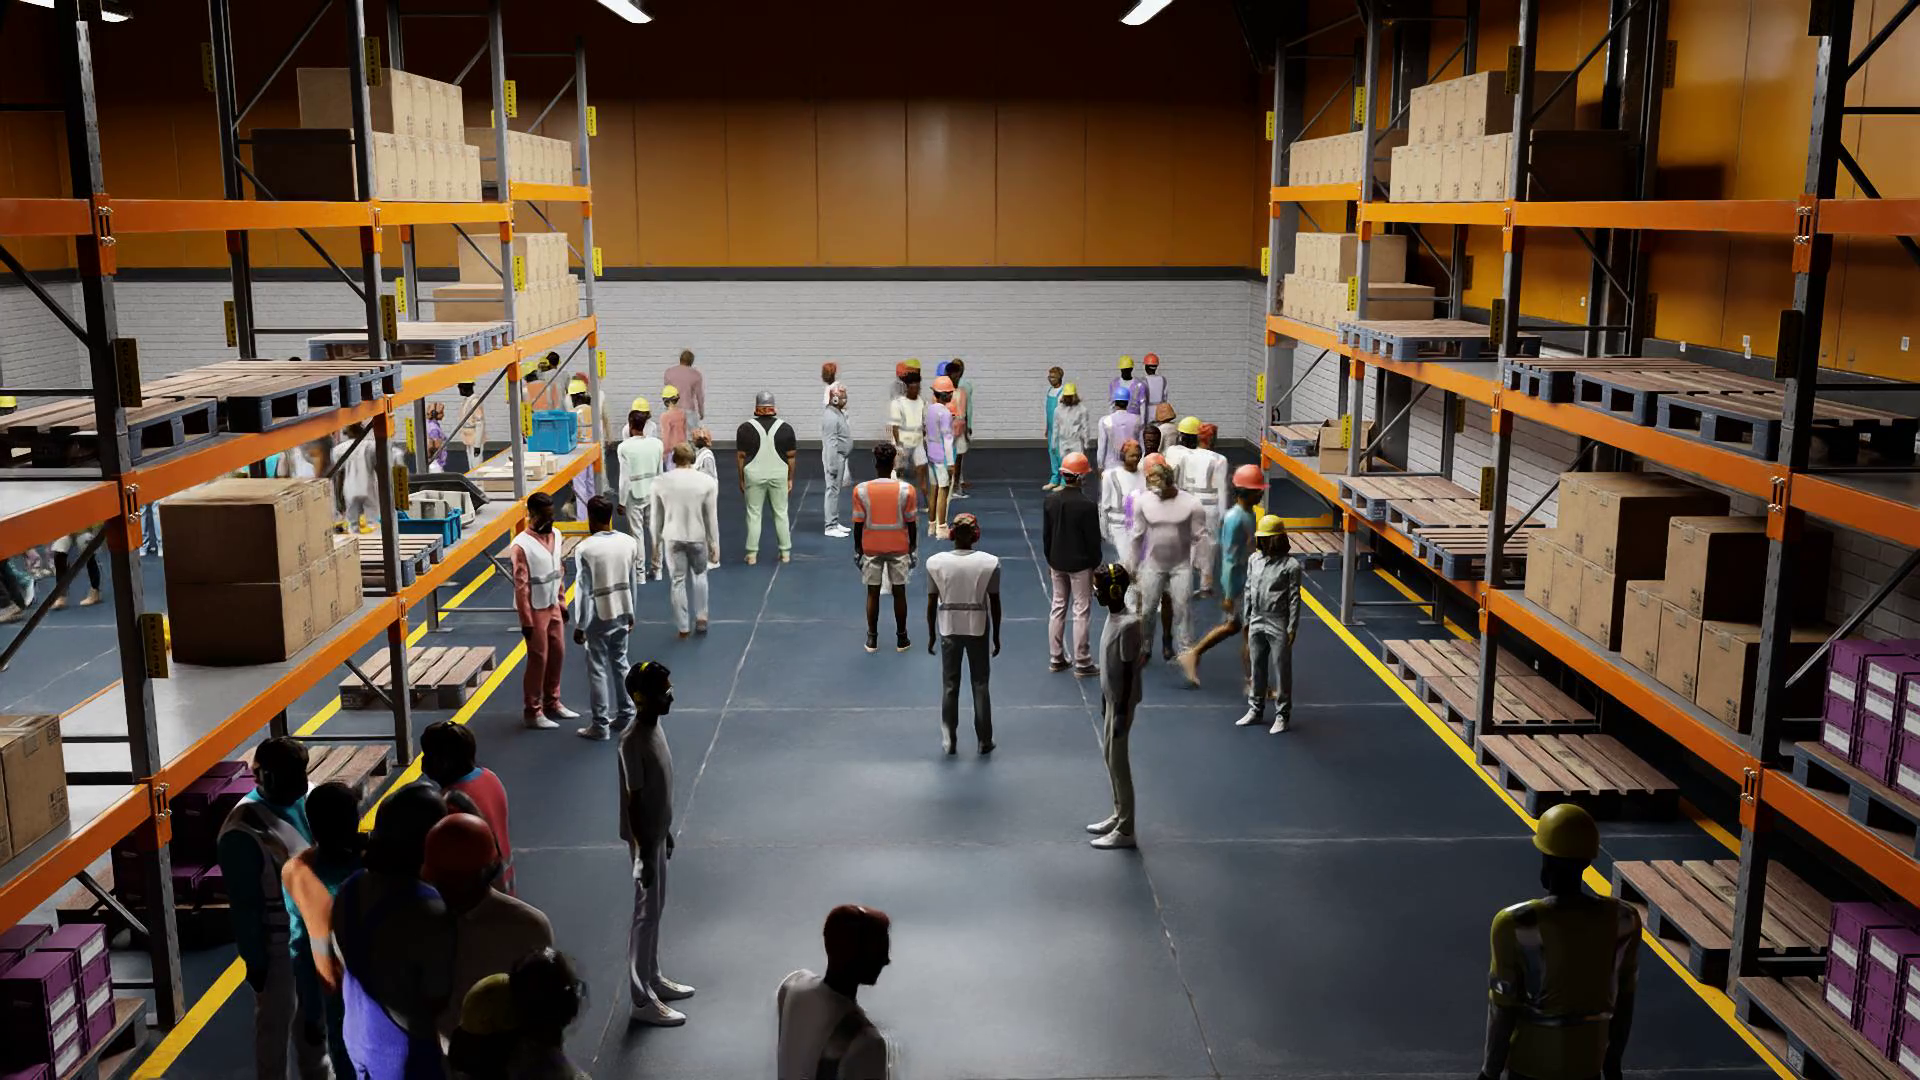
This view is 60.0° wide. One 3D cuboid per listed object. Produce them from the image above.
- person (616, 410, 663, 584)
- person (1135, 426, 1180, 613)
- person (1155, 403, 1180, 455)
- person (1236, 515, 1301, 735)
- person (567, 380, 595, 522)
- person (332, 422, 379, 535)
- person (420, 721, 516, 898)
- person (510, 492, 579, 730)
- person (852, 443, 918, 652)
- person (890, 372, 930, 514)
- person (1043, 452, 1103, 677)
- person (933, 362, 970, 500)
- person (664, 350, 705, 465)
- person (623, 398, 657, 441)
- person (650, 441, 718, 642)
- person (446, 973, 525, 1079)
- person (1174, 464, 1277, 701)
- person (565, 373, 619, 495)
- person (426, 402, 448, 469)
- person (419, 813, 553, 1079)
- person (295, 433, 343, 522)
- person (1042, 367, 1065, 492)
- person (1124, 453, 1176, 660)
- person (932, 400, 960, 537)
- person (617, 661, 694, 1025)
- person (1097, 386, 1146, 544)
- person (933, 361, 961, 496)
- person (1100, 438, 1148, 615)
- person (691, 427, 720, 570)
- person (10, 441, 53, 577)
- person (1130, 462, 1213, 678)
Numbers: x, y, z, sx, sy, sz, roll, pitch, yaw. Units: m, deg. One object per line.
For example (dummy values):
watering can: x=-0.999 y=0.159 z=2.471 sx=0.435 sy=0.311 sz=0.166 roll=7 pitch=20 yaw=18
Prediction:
person: x=-3.509 y=-0.476 z=18.327 sx=0.376 sy=1.917 sz=0.599 roll=10 pitch=15 yaw=40
person: x=1.952 y=-0.221 z=17.043 sx=0.591 sy=1.921 sz=0.390 roll=6 pitch=13 yaw=26
person: x=2.657 y=-0.958 z=21.491 sx=0.285 sy=1.629 sz=0.503 roll=10 pitch=15 yaw=42
person: x=2.430 y=0.660 z=13.072 sx=0.492 sy=1.742 sz=0.323 roll=11 pitch=15 yaw=43
person: x=-4.881 y=-1.102 z=21.477 sx=0.393 sy=1.914 sz=0.596 roll=4 pitch=12 yaw=19
person: x=-6.700 y=-0.487 z=18.601 sx=0.537 sy=1.828 sz=0.542 roll=-5 pitch=12 yaw=-24
person: x=-2.252 y=1.714 z=7.581 sx=0.432 sy=1.837 sz=0.631 roll=0 pitch=11 yaw=2
person: x=-3.336 y=0.554 z=13.202 sx=0.391 sy=1.905 sz=0.599 roll=4 pitch=12 yaw=18
person: x=-0.691 y=0.074 z=15.448 sx=0.611 sy=1.965 sz=0.362 roll=0 pitch=11 yaw=-1
person: x=-0.643 y=-1.308 z=22.503 sx=0.620 sy=1.904 sz=1.034 roll=-7 pitch=13 yaw=-31
person: x=1.002 y=0.215 z=14.667 sx=0.611 sy=1.995 sz=0.375 roll=10 pitch=15 yaw=40
person: x=-0.106 y=-1.550 z=23.596 sx=0.613 sy=1.962 sz=0.367 roll=-10 pitch=15 yaw=-40
person: x=-4.353 y=-2.057 z=26.375 sx=0.641 sy=1.902 sz=0.574 roll=1 pitch=11 yaw=4
person: x=-4.040 y=-0.946 z=21.153 sx=0.480 sy=1.734 sz=0.330 roll=-10 pitch=15 yaw=-42
person: x=-2.652 y=-0.010 z=16.015 sx=0.633 sy=1.916 sz=0.744 roll=-2 pitch=11 yaw=-9
person: x=-1.460 y=2.212 z=5.321 sx=0.330 sy=1.737 sz=0.490 roll=-4 pitch=12 yaw=-21
person: x=2.291 y=0.344 z=14.003 sx=0.937 sy=2.019 sz=0.618 roll=4 pitch=12 yaw=19
person: x=-5.223 y=-1.491 z=23.704 sx=0.763 sy=1.809 sz=0.399 roll=-5 pitch=12 yaw=-22
person: x=-6.774 y=-0.968 z=21.519 sx=0.319 sy=1.631 sz=0.524 roll=-4 pitch=12 yaw=-21
person: x=-1.757 y=1.934 z=6.080 sx=0.617 sy=1.986 sz=0.408 roll=3 pitch=12 yaw=15
person: x=-7.563 y=-0.810 z=19.691 sx=0.539 sy=2.000 sz=0.689 roll=-7 pitch=13 yaw=-33
person: x=1.416 y=-1.613 z=24.248 sx=0.341 sy=1.839 sz=0.501 roll=-6 pitch=13 yaw=-27
person: x=1.772 y=0.150 z=15.184 sx=0.549 sy=1.924 sz=0.386 roll=0 pitch=11 yaw=-1
person: x=-0.180 y=-0.891 z=20.864 sx=0.351 sy=1.738 sz=0.575 roll=-3 pitch=12 yaw=-13
person: x=-1.554 y=1.518 z=8.449 sx=0.321 sy=1.871 sz=0.532 roll=0 pitch=11 yaw=1
person: x=1.981 y=-0.920 z=20.475 sx=0.612 sy=1.946 sz=0.405 roll=-1 pitch=11 yaw=-7
person: x=-0.193 y=-1.606 z=23.949 sx=0.421 sy=1.938 sz=0.611 roll=-10 pitch=15 yaw=-40
person: x=1.672 y=-0.123 z=16.769 sx=0.593 sy=1.843 sz=0.961 roll=-5 pitch=12 yaw=-22
person: x=-2.917 y=-0.476 z=19.028 sx=0.314 sy=1.640 sz=0.516 roll=-4 pitch=12 yaw=-20
person: x=-10.400 y=-0.352 z=18.353 sx=0.676 sy=1.654 sz=0.554 roll=-1 pitch=11 yaw=-5
person: x=1.893 y=0.245 z=14.746 sx=0.773 sy=1.917 sz=0.510 roll=3 pitch=12 yaw=14
